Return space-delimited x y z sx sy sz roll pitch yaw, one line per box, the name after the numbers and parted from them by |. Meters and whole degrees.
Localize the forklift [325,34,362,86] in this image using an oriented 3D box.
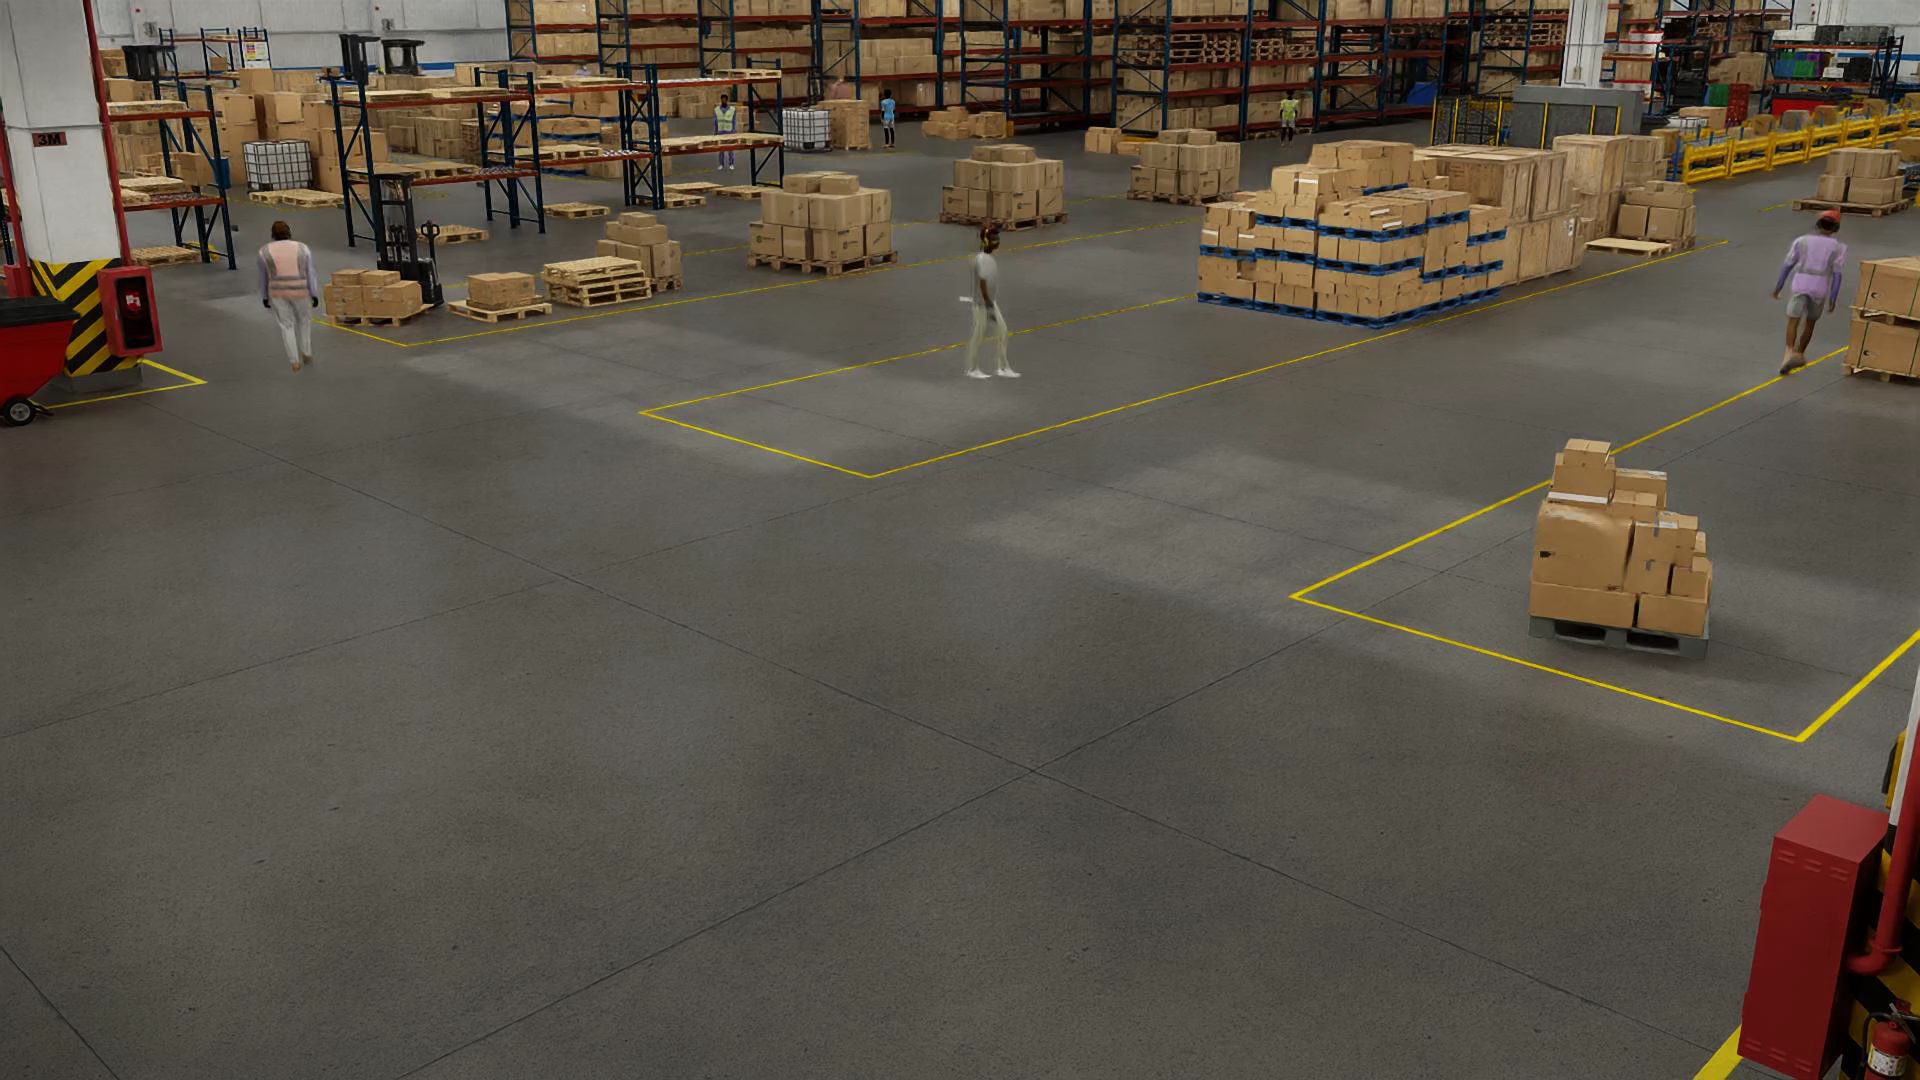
-23.663 -18.232 64.712 1.129 2.768 1.873 17 25 41 | forklift

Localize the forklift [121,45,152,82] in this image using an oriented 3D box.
-25.631 -14.025 52.038 1.129 2.768 1.873 12 22 32 | forklift

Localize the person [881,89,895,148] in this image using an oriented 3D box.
-2.127 -12.435 49.096 0.318 1.697 0.535 16 24 40 | person

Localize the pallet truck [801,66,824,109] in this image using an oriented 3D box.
-4.812 -15.182 56.903 0.823 1.965 1.885 -9 21 -26 | pallet truck

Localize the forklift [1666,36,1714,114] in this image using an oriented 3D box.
27.341 -17.291 61.877 1.129 2.768 1.873 17 25 41 | forklift

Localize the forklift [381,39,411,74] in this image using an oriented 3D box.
-19.673 -16.114 58.329 1.873 2.768 1.129 17 25 41 | forklift

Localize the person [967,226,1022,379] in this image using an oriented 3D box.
0.411 -2.803 19.852 0.798 1.842 0.523 9 20 25 | person

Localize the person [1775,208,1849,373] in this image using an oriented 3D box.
10.361 -3.033 20.319 0.724 1.989 0.932 10 21 27 | person

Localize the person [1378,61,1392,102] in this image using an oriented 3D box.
16.283 -17.341 63.573 0.671 1.890 0.443 -6 19 -16 | person

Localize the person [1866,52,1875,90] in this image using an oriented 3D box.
42.237 -21.837 77.386 0.599 1.710 0.843 -3 19 -8 | person

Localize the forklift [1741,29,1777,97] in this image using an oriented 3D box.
35.132 -20.816 72.498 1.129 2.768 1.873 17 25 41 | forklift

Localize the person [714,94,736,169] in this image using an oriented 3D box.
-6.104 -10.625 43.292 0.593 1.922 0.391 1 18 2 | person

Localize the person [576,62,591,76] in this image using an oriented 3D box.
-13.953 -16.851 62.064 0.652 1.906 0.812 -14 23 -36 | person

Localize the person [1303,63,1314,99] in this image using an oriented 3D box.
14.234 -18.740 68.012 0.553 1.734 0.748 -16 24 -39 | person

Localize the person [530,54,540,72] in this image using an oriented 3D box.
-17.391 -18.885 68.140 0.618 1.942 0.821 6 19 17 | person

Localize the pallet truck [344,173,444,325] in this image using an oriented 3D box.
-8.209 -4.181 23.757 0.823 1.965 1.885 3 19 9 | pallet truck

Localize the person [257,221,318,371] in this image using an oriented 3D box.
-8.336 -3.057 20.654 0.661 1.811 0.833 -8 20 -22 | person

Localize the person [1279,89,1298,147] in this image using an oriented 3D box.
9.732 -12.500 49.292 0.540 1.696 0.317 3 19 9 | person

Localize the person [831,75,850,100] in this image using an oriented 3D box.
-3.762 -14.048 53.692 0.960 1.855 0.673 16 24 40 | person

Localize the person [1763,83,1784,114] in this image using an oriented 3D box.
30.621 -16.760 62.217 0.908 1.644 0.533 13 23 35 | person

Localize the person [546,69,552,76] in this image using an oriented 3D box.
-15.487 -16.880 62.609 0.389 1.615 0.534 -6 19 -17 | person

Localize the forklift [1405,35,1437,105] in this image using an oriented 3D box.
17.205 -17.718 63.164 1.873 2.768 1.129 5 19 16 | forklift

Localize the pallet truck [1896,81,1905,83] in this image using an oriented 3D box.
34.802 -16.331 61.455 0.653 1.274 1.630 17 25 41 | pallet truck
